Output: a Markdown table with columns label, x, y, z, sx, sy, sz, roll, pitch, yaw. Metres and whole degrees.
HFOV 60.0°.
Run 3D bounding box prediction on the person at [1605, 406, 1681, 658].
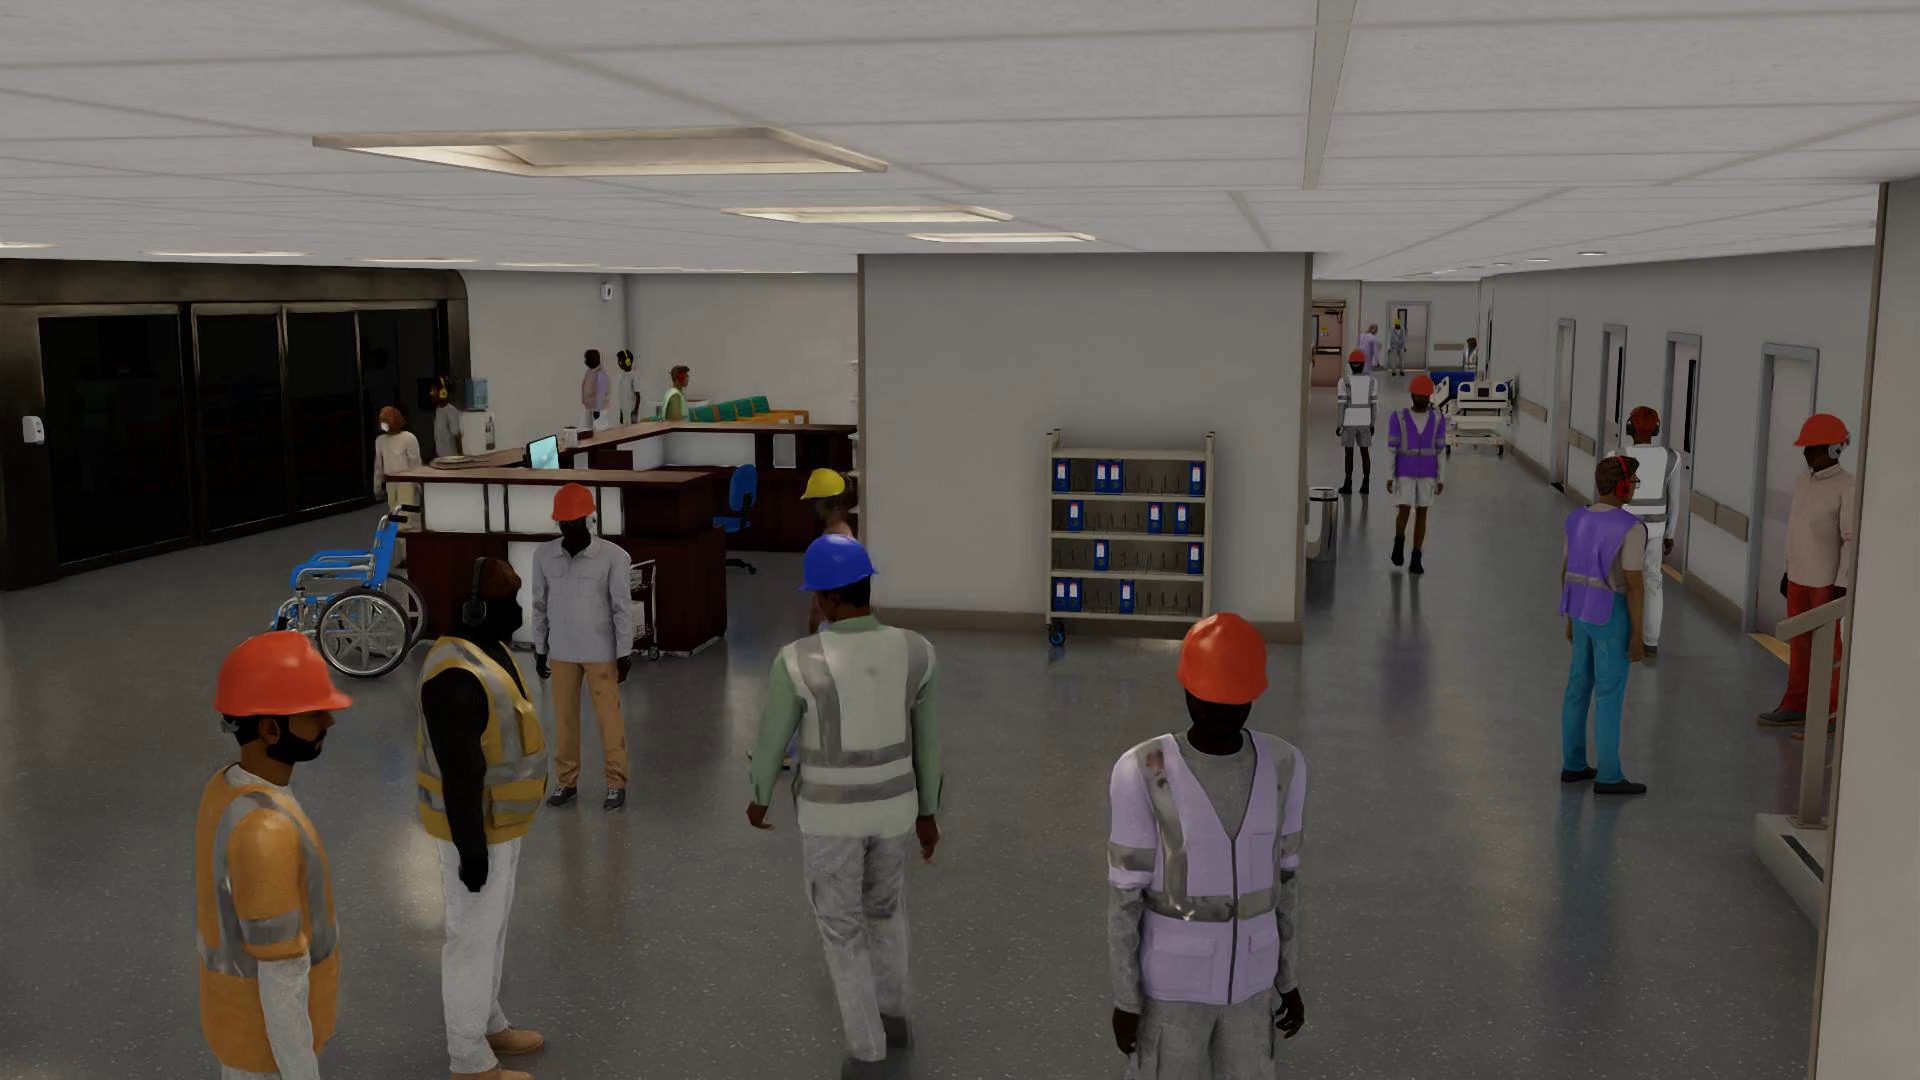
| label | x | y | z | sx | sy | sz | roll | pitch | yaw |
| --- | --- | --- | --- | --- | --- | --- | --- | --- | --- |
| person | 5.026 | -0.051 | 12.345 | 0.574 | 1.883 | 0.355 | 0 | 9 | -1 |

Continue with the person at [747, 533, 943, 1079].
| label | x | y | z | sx | sy | sz | roll | pitch | yaw |
| --- | --- | --- | --- | --- | --- | --- | --- | --- | --- |
| person | -0.373 | 0.930 | 5.728 | 0.635 | 1.913 | 0.656 | -5 | 10 | -30 |

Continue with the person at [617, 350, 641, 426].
| label | x | y | z | sx | sy | sz | roll | pitch | yaw |
| --- | --- | --- | --- | --- | --- | --- | --- | --- | --- |
| person | -4.839 | -1.840 | 24.277 | 0.327 | 1.865 | 0.521 | -6 | 10 | -35 |

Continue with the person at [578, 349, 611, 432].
| label | x | y | z | sx | sy | sz | roll | pitch | yaw |
| --- | --- | --- | --- | --- | --- | --- | --- | --- | --- |
| person | -5.688 | -2.035 | 25.708 | 0.579 | 1.820 | 0.651 | -6 | 10 | -33 |

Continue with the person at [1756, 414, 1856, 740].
| label | x | y | z | sx | sy | sz | roll | pitch | yaw |
| --- | --- | --- | --- | --- | --- | --- | --- | --- | --- |
| person | 5.228 | 0.221 | 10.172 | 0.384 | 1.993 | 0.609 | -1 | 9 | -8 |

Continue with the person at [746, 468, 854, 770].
| label | x | y | z | sx | sy | sz | roll | pitch | yaw |
| --- | --- | --- | --- | --- | --- | --- | --- | --- | --- |
| person | -0.810 | 0.459 | 9.449 | 0.854 | 1.724 | 0.555 | -1 | 9 | -4 |

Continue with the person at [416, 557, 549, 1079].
| label | x | y | z | sx | sy | sz | roll | pitch | yaw |
| --- | --- | --- | --- | --- | --- | --- | --- | --- | --- |
| person | -1.627 | 0.970 | 5.715 | 0.429 | 1.839 | 0.635 | -1 | 9 | -7 |

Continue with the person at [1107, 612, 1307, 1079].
| label | x | y | z | sx | sy | sz | roll | pitch | yaw |
| --- | --- | --- | --- | --- | --- | --- | --- | --- | --- |
| person | 0.654 | 1.132 | 4.318 | 0.549 | 1.933 | 0.373 | -3 | 9 | -17 |

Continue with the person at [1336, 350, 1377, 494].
| label | x | y | z | sx | sy | sz | roll | pitch | yaw |
| --- | --- | --- | --- | --- | --- | --- | --- | --- | --- |
| person | 5.303 | -1.577 | 22.309 | 0.548 | 1.931 | 0.381 | -1 | 9 | -5 |

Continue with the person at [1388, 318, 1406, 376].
| label | x | y | z | sx | sy | sz | roll | pitch | yaw |
| --- | --- | --- | --- | --- | --- | --- | --- | --- | --- |
| person | 13.902 | -6.126 | 52.869 | 0.625 | 1.821 | 0.427 | -1 | 9 | -8 |

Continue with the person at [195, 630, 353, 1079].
| label | x | y | z | sx | sy | sz | roll | pitch | yaw |
| --- | --- | --- | --- | --- | --- | --- | --- | --- | --- |
| person | -1.630 | 1.173 | 4.035 | 0.377 | 1.936 | 0.549 | -5 | 10 | -31 |

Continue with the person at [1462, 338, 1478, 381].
| label | x | y | z | sx | sy | sz | roll | pitch | yaw |
| --- | --- | --- | --- | --- | --- | --- | --- | --- | --- |
| person | 11.871 | -3.879 | 38.579 | 0.318 | 1.628 | 0.512 | -6 | 11 | -37 |

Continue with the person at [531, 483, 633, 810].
| label | x | y | z | sx | sy | sz | roll | pitch | yaw |
| --- | --- | --- | --- | --- | --- | --- | --- | --- | --- |
| person | -1.994 | 0.562 | 8.744 | 0.563 | 1.742 | 0.361 | 2 | 9 | 11 |

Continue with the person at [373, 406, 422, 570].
| label | x | y | z | sx | sy | sz | roll | pitch | yaw |
| --- | --- | --- | --- | --- | --- | --- | --- | --- | --- |
| person | -5.475 | -0.502 | 16.201 | 0.526 | 1.611 | 0.417 | 4 | 9 | 23 |

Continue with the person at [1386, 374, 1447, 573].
| label | x | y | z | sx | sy | sz | roll | pitch | yaw |
| --- | --- | --- | --- | --- | --- | --- | --- | --- | --- |
| person | 4.415 | -0.640 | 16.096 | 0.564 | 1.927 | 0.424 | 0 | 9 | 0 |

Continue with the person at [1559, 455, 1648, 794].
| label | x | y | z | sx | sy | sz | roll | pitch | yaw |
| --- | --- | --- | --- | --- | --- | --- | --- | --- | --- |
| person | 3.500 | 0.460 | 9.090 | 0.396 | 1.843 | 0.565 | -3 | 9 | -19 |

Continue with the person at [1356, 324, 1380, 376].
| label | x | y | z | sx | sy | sz | roll | pitch | yaw |
| --- | --- | --- | --- | --- | --- | --- | --- | --- | --- |
| person | 10.445 | -4.601 | 42.634 | 0.708 | 1.853 | 0.673 | -4 | 9 | -23 |
